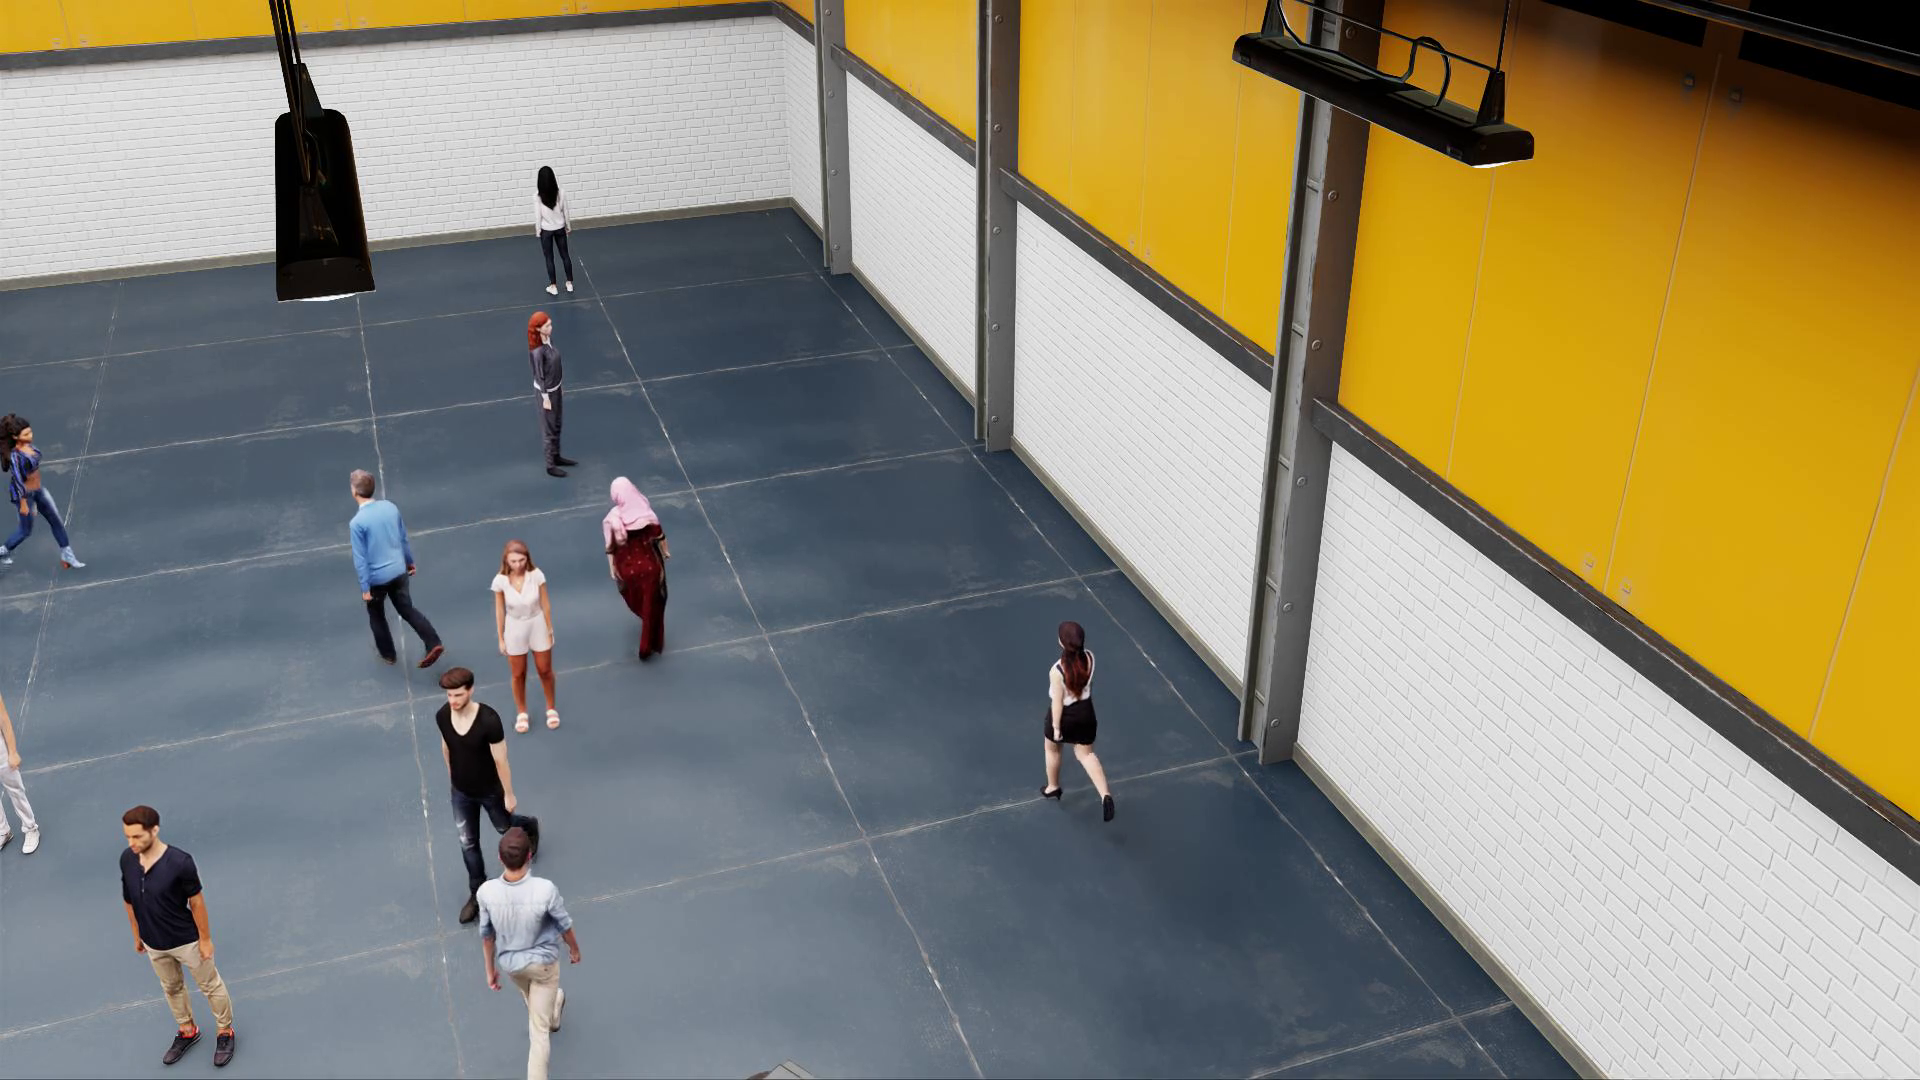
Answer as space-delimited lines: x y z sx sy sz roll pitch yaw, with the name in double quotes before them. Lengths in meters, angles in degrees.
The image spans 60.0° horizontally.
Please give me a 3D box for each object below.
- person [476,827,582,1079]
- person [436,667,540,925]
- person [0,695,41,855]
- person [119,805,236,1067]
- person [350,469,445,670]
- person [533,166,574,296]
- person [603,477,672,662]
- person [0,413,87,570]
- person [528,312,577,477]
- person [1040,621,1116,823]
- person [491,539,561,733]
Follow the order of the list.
"person" -2.512 2.530 9.636 0.990 1.796 1.304 1 29 3
"person" -3.201 1.605 11.258 1.106 1.866 1.277 6 29 12
"person" -6.839 1.476 11.697 0.650 1.672 0.634 -2 29 -4
"person" -4.683 2.342 9.914 0.703 1.859 0.672 2 29 4
"person" -4.695 0.297 13.745 1.193 1.782 1.073 15 32 26
"person" -5.354 -4.081 21.856 0.663 1.700 0.613 -16 33 -27
"person" -2.721 0.276 13.990 0.901 1.584 1.152 2 29 3
"person" -8.584 -0.392 15.204 0.903 1.594 1.043 -3 29 -5
"person" -4.222 -1.510 17.061 0.709 1.778 0.578 3 29 5
"person" 0.862 1.337 12.002 0.702 1.624 1.052 -18 33 -29
"person" -3.397 0.727 13.052 0.576 1.690 0.541 -8 30 -14
